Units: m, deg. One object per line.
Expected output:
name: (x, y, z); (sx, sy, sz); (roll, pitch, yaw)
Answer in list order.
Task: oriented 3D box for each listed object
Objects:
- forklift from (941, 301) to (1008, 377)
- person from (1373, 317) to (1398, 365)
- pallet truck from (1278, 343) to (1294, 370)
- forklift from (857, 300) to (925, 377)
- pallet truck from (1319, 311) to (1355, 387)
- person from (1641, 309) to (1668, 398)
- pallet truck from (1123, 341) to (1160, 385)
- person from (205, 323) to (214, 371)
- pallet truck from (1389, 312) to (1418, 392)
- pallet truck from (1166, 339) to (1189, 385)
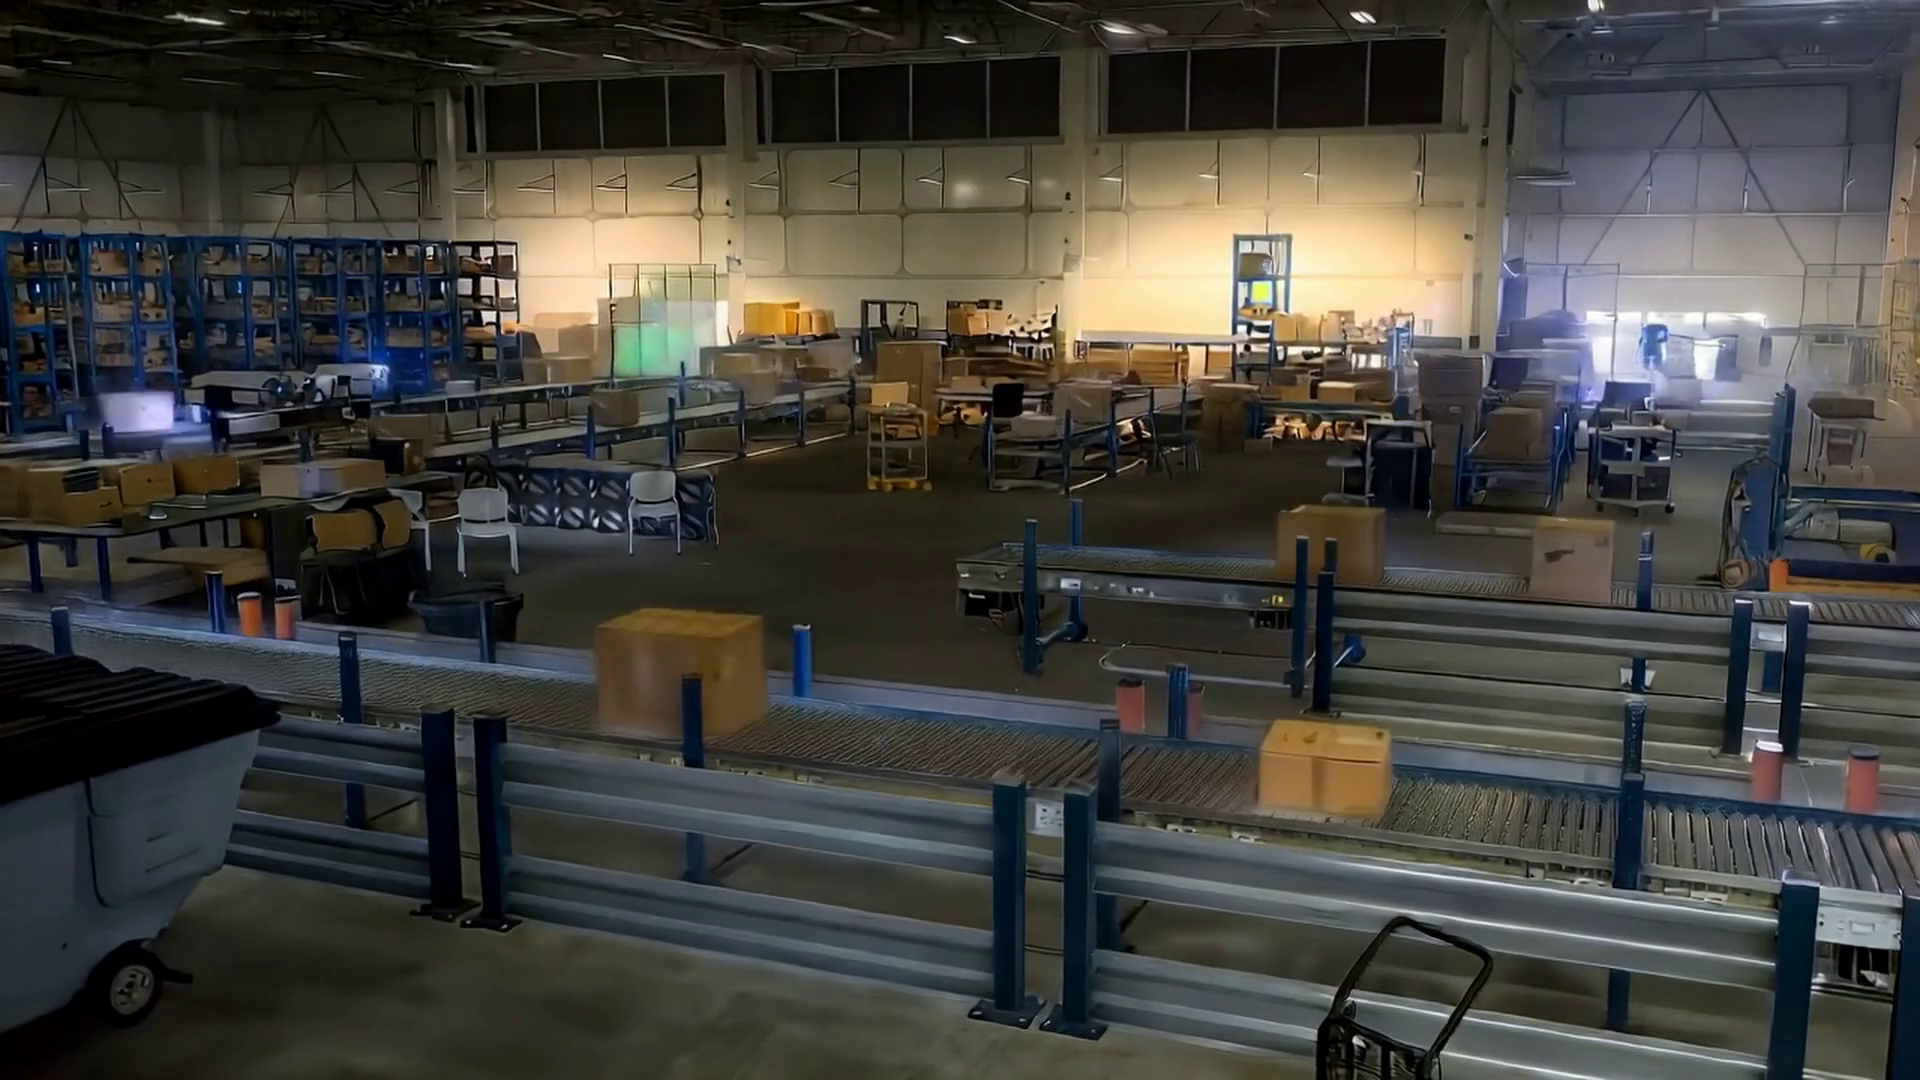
forklift: (0.365, -4.966, 41.571); (1.157, 1.987, 2.680); (3, 10, 20)
person: (9.310, -3.940, 36.564); (0.401, 1.910, 0.640); (-5, 11, -27)
pallet truck: (7.886, -4.163, 39.743); (0.653, 1.274, 1.630); (4, 10, 22)
forklift: (-1.732, -5.109, 42.468); (1.157, 1.987, 2.680); (4, 10, 22)
pallet truck: (9.071, -4.419, 39.190); (0.823, 1.965, 1.885); (5, 10, 26)
person: (15.989, -4.293, 38.290); (0.394, 2.041, 0.612); (-8, 12, -39)
pallet truck: (4.445, -4.380, 41.279); (0.680, 1.201, 1.601); (4, 10, 22)
person: (-17.655, -4.330, 39.243); (0.488, 1.810, 0.625); (-2, 10, -11)
pallet truck: (10.207, -4.283, 38.369); (0.823, 1.965, 1.885); (3, 10, 20)
pallet truck: (5.418, -4.269, 40.420); (0.704, 1.261, 1.522); (3, 10, 20)
